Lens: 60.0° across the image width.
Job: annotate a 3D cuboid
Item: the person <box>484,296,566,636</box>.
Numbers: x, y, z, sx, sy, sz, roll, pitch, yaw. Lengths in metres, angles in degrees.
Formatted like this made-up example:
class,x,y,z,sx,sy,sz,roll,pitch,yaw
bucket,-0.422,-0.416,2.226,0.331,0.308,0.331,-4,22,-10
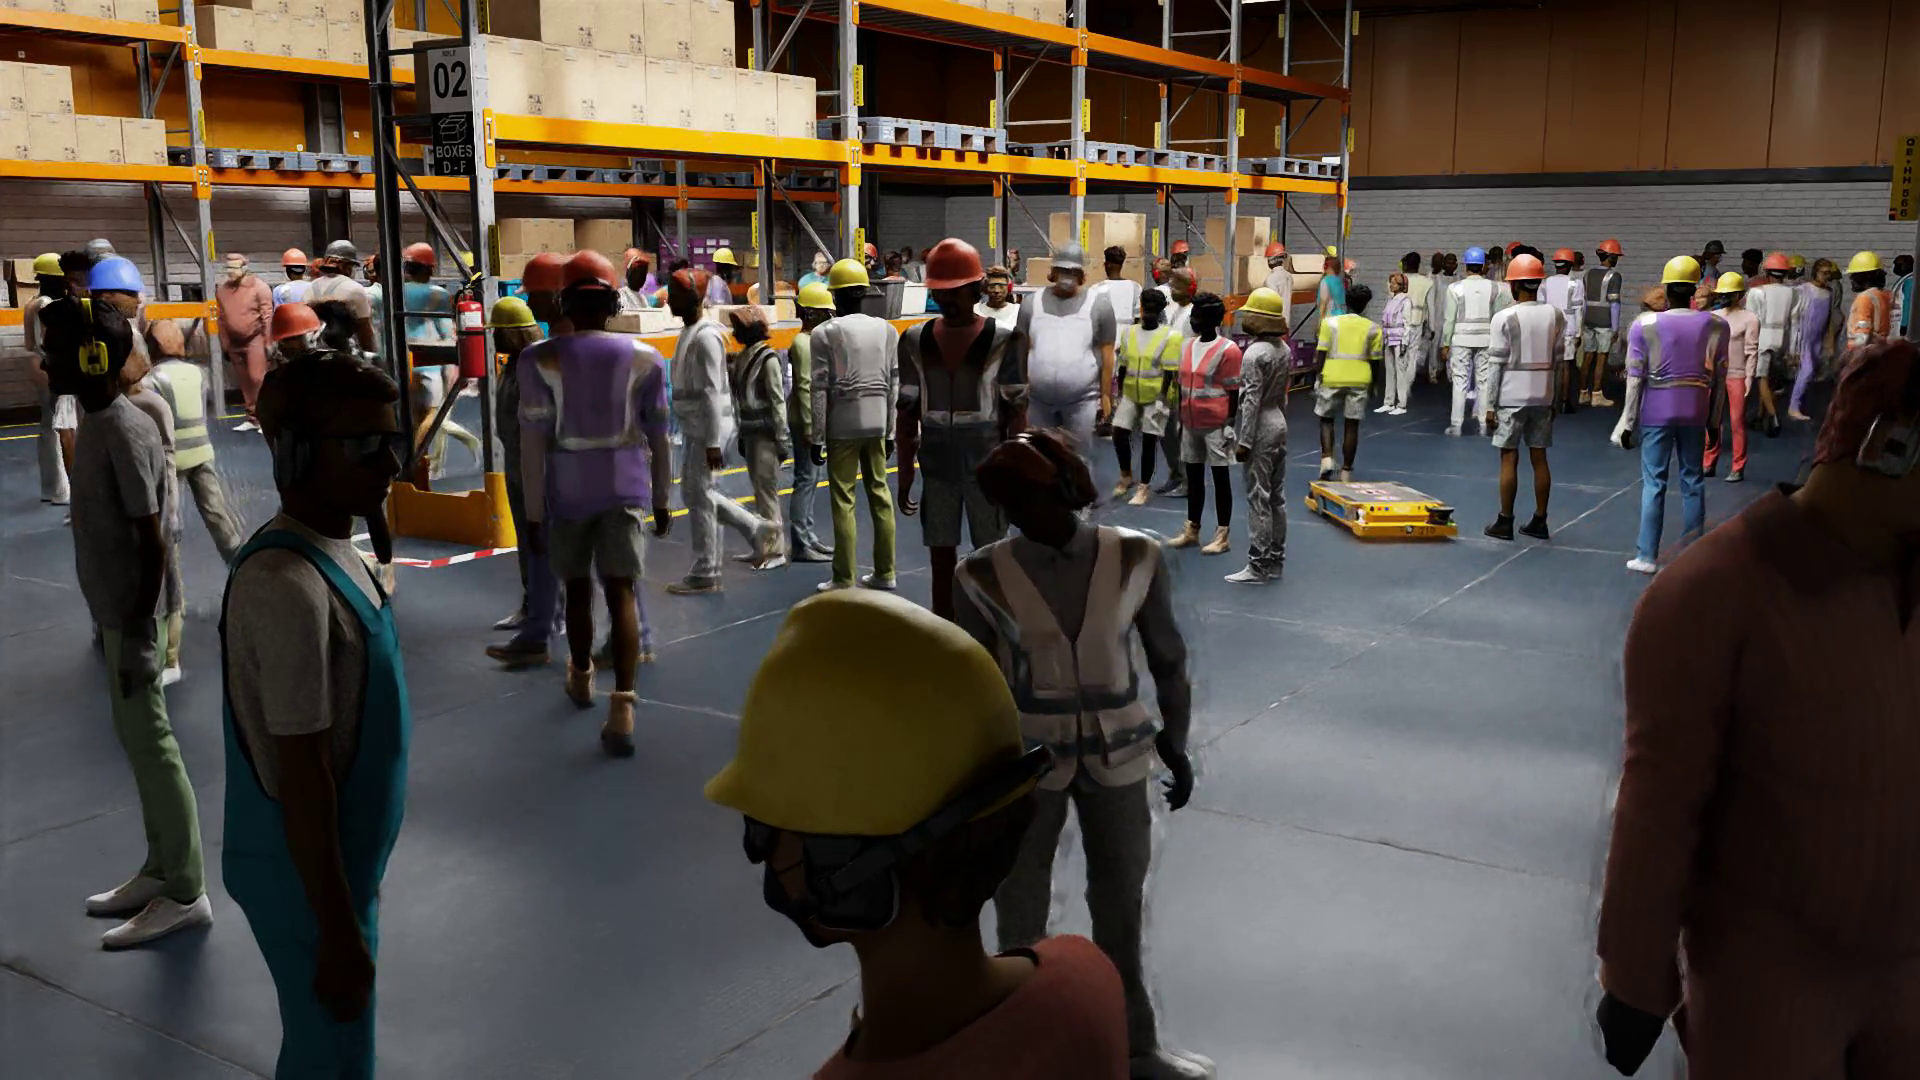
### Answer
class,x,y,z,sx,sy,sz,roll,pitch,yaw
person,-2.219,-0.362,8.468,0.316,1.741,0.488,-7,12,-35

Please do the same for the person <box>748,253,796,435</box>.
class,x,y,z,sx,sy,sz,roll,pitch,yaw
person,-1.960,-2.027,17.184,0.594,1.922,0.386,-10,14,-43

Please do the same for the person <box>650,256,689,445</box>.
class,x,y,z,sx,sy,sz,roll,pitch,yaw
person,-2.858,-1.879,16.535,0.662,1.871,0.609,10,14,44

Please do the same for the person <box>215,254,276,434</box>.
class,x,y,z,sx,sy,sz,roll,pitch,yaw
person,-7.496,-2.057,17.499,0.666,1.881,0.468,2,10,12

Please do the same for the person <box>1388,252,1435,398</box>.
class,x,y,z,sx,sy,sz,roll,pitch,yaw
person,5.839,-2.796,21.582,0.605,1.883,0.961,4,11,22

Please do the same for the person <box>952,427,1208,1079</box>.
class,x,y,z,sx,sy,sz,roll,pitch,yaw
person,0.306,0.540,3.825,0.643,1.613,0.326,-1,10,-4

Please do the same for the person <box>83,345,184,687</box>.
class,x,y,z,sx,sy,sz,roll,pitch,yaw
person,-3.693,-0.131,7.507,0.512,1.619,0.409,3,11,16

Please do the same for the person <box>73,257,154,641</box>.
class,x,y,z,sx,sy,sz,roll,pitch,yaw
person,-4.260,-0.447,8.440,0.396,1.936,0.651,0,10,0

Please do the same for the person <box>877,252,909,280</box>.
class,x,y,z,sx,sy,sz,roll,pitch,yaw
person,-1.123,-3.924,27.981,0.672,1.819,0.449,-5,12,-28

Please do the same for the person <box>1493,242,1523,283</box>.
class,x,y,z,sx,sy,sz,roll,pitch,yaw
person,7.523,-3.062,22.724,0.611,1.995,0.380,-7,12,-33

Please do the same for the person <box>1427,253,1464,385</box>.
class,x,y,z,sx,sy,sz,roll,pitch,yaw
person,6.816,-3.095,23.348,0.504,1.839,0.348,0,10,2

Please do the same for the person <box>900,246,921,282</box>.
class,x,y,z,sx,sy,sz,roll,pitch,yaw
person,-0.958,-4.324,29.937,0.656,1.920,0.445,8,13,37

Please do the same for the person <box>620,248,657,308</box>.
class,x,y,z,sx,sy,sz,roll,pitch,yaw
person,-4.303,-2.870,21.885,0.575,1.906,0.791,7,12,32

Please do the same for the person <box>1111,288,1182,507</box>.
class,x,y,z,sx,sy,sz,roll,pitch,yaw
person,1.382,-1.066,12.578,0.583,1.667,0.403,7,12,33

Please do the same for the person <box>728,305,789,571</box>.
class,x,y,z,sx,sy,sz,roll,pitch,yaw
person,-1.234,-0.628,10.286,0.378,1.623,0.549,-6,12,-31

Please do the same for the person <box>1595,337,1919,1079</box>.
class,x,y,z,sx,sy,sz,roll,pitch,yaw
person,1.334,0.642,2.509,0.682,1.879,0.487,-3,11,-17

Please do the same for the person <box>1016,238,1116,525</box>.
class,x,y,z,sx,sy,sz,roll,pitch,yaw
person,0.690,-1.032,11.351,0.696,2.000,0.537,2,10,13

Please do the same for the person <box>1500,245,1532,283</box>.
class,x,y,z,sx,sy,sz,roll,pitch,yaw
person,7.030,-2.748,21.062,0.362,1.963,0.613,8,13,38

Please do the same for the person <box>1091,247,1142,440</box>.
class,x,y,z,sx,sy,sz,roll,pitch,yaw
person,1.580,-1.985,16.957,0.660,1.968,0.555,-5,11,-26

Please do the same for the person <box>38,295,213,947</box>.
class,x,y,z,sx,sy,sz,roll,pitch,yaw
person,-2.418,0.234,4.809,0.307,1.868,0.535,-7,12,-33

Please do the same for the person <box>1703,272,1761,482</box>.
class,x,y,z,sx,sy,sz,roll,pitch,yaw
person,6.432,-1.365,13.985,0.347,1.760,0.529,-7,12,-32

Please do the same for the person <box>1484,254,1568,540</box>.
class,x,y,z,sx,sy,sz,roll,pitch,yaw
person,3.795,-0.955,11.247,0.547,1.933,0.380,-2,10,-11

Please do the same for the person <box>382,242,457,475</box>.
class,x,y,z,sx,sy,sz,roll,pitch,yaw
person,-4.527,-1.466,13.858,0.607,2.015,0.849,1,10,8

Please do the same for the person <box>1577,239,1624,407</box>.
class,x,y,z,sx,sy,sz,roll,pitch,yaw
person,7.839,-2.638,20.286,0.403,2.036,0.601,-4,11,-19

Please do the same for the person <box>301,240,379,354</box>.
class,x,y,z,sx,sy,sz,roll,pitch,yaw
person,-5.308,-1.587,14.424,0.674,2.000,0.537,5,11,25

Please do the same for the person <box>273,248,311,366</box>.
class,x,y,z,sx,sy,sz,roll,pitch,yaw
person,-6.619,-1.945,16.695,0.374,1.935,0.552,9,13,40

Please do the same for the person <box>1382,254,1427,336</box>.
class,x,y,z,sx,sy,sz,roll,pitch,yaw
person,5.903,-2.871,22.064,0.581,1.850,0.516,5,11,24

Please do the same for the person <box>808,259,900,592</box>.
class,x,y,z,sx,sy,sz,roll,pitch,yaw
person,-0.615,-0.641,9.543,0.582,1.917,0.403,-8,13,-38

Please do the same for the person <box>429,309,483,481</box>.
class,x,y,z,sx,sy,sz,roll,pitch,yaw
person,-4.352,-1.311,14.111,0.661,1.608,0.514,-8,13,-38

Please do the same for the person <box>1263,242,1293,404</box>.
class,x,y,z,sx,sy,sz,roll,pitch,yaw
person,3.856,-2.635,20.371,0.394,1.987,0.622,7,12,33

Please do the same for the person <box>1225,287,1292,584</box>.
class,x,y,z,sx,sy,sz,roll,pitch,yaw
person,1.774,-0.612,9.838,0.285,1.746,0.491,7,12,34

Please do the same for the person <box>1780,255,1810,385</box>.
class,x,y,z,sx,sy,sz,roll,pitch,yaw
person,11.671,-3.071,23.263,0.403,1.821,0.601,5,11,25

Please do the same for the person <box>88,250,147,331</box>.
class,x,y,z,sx,sy,sz,roll,pitch,yaw
person,-7.126,-1.473,14.074,0.352,1.937,0.635,3,11,18

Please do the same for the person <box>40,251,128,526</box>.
class,x,y,z,sx,sy,sz,roll,pitch,yaw
person,-6.222,-1.072,11.832,0.625,1.935,0.822,-2,10,-9
